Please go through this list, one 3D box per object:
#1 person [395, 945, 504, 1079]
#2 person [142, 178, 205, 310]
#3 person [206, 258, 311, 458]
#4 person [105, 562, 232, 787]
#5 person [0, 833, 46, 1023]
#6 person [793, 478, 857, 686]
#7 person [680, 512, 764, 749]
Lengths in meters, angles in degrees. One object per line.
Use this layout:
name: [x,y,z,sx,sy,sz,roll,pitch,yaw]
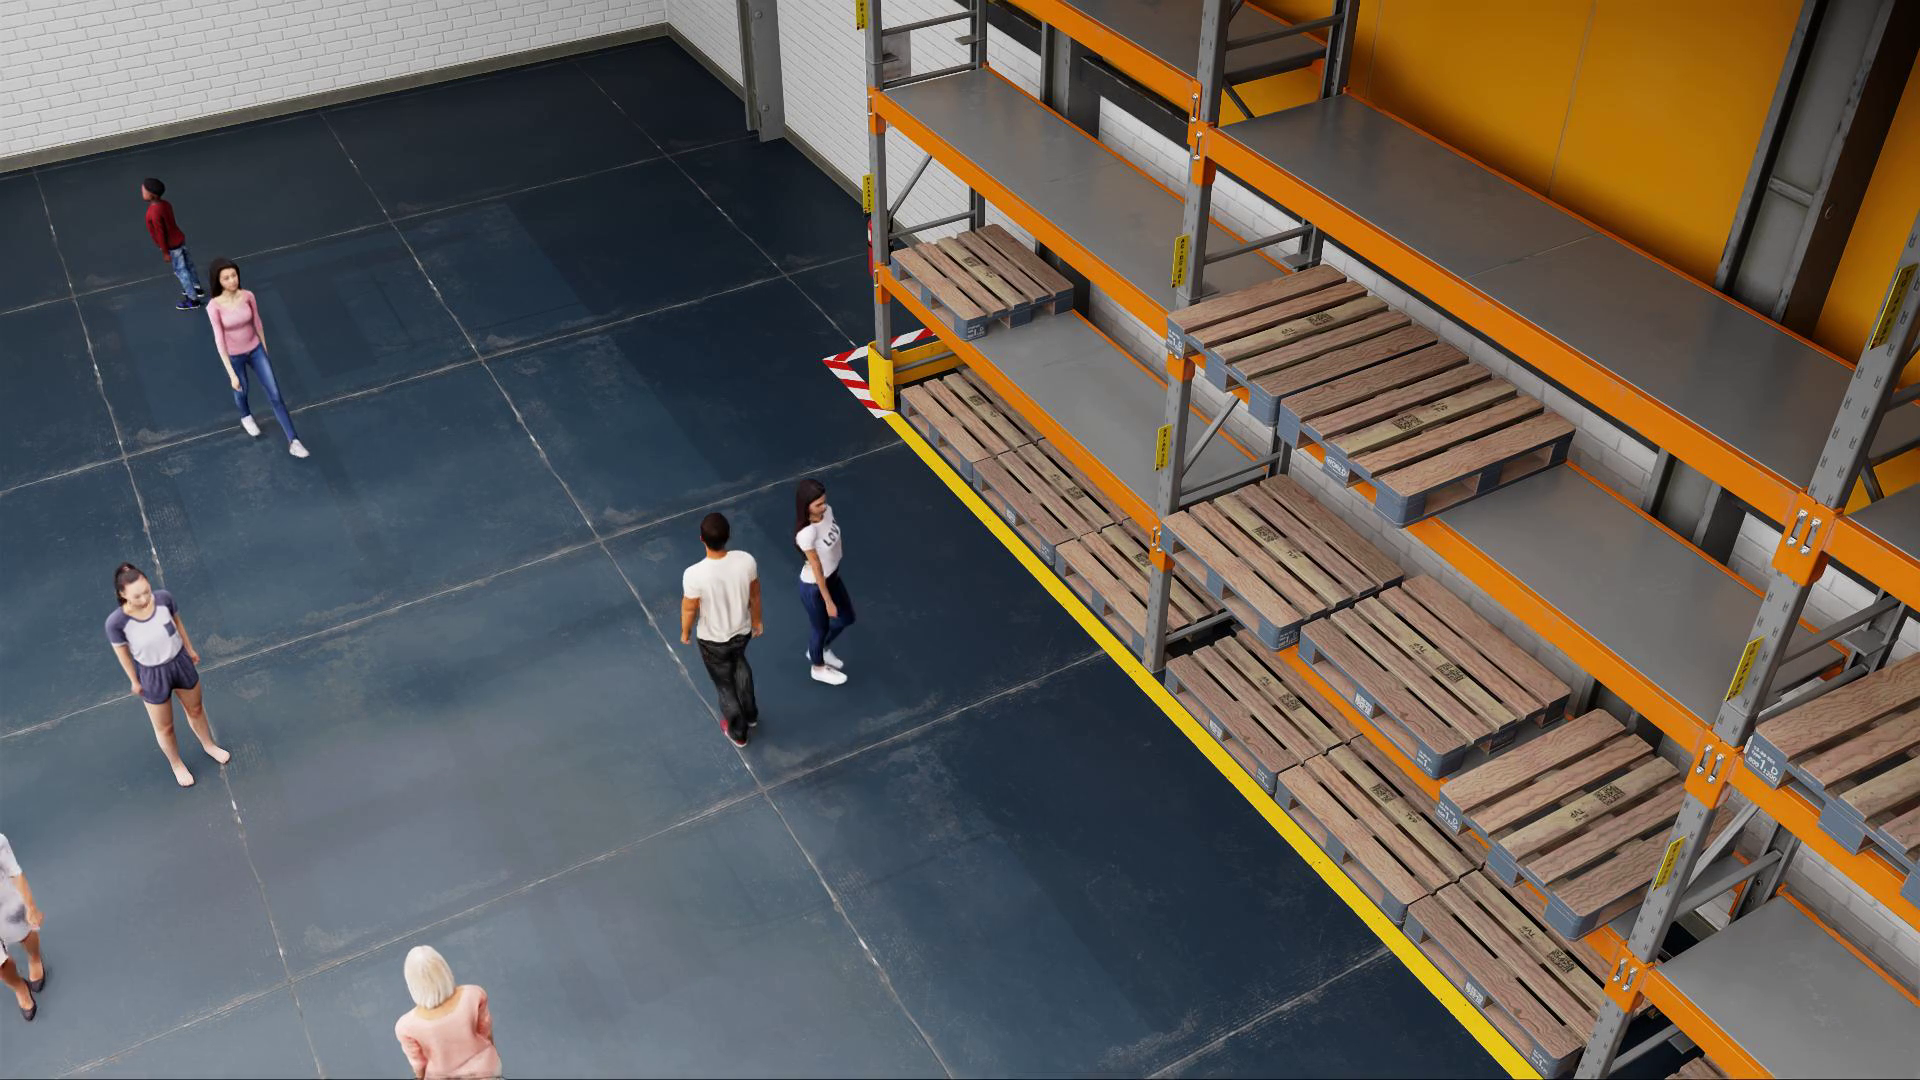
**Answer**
person: [-2.464,2.602,8.190,0.592,1.724,0.520,-21,43,-25]
person: [-7.218,-2.736,15.253,0.632,1.251,0.529,-4,39,-5]
person: [-5.778,-1.481,13.326,0.785,1.696,1.199,-31,48,-33]
person: [-5.019,0.830,10.466,0.642,1.652,0.662,26,46,29]
person: [-5.290,1.934,9.043,0.606,1.704,0.731,-10,40,-12]
person: [-1.016,0.298,11.045,0.775,1.762,0.721,10,40,12]
person: [-1.454,0.637,10.600,0.684,1.787,0.659,-26,45,-29]
